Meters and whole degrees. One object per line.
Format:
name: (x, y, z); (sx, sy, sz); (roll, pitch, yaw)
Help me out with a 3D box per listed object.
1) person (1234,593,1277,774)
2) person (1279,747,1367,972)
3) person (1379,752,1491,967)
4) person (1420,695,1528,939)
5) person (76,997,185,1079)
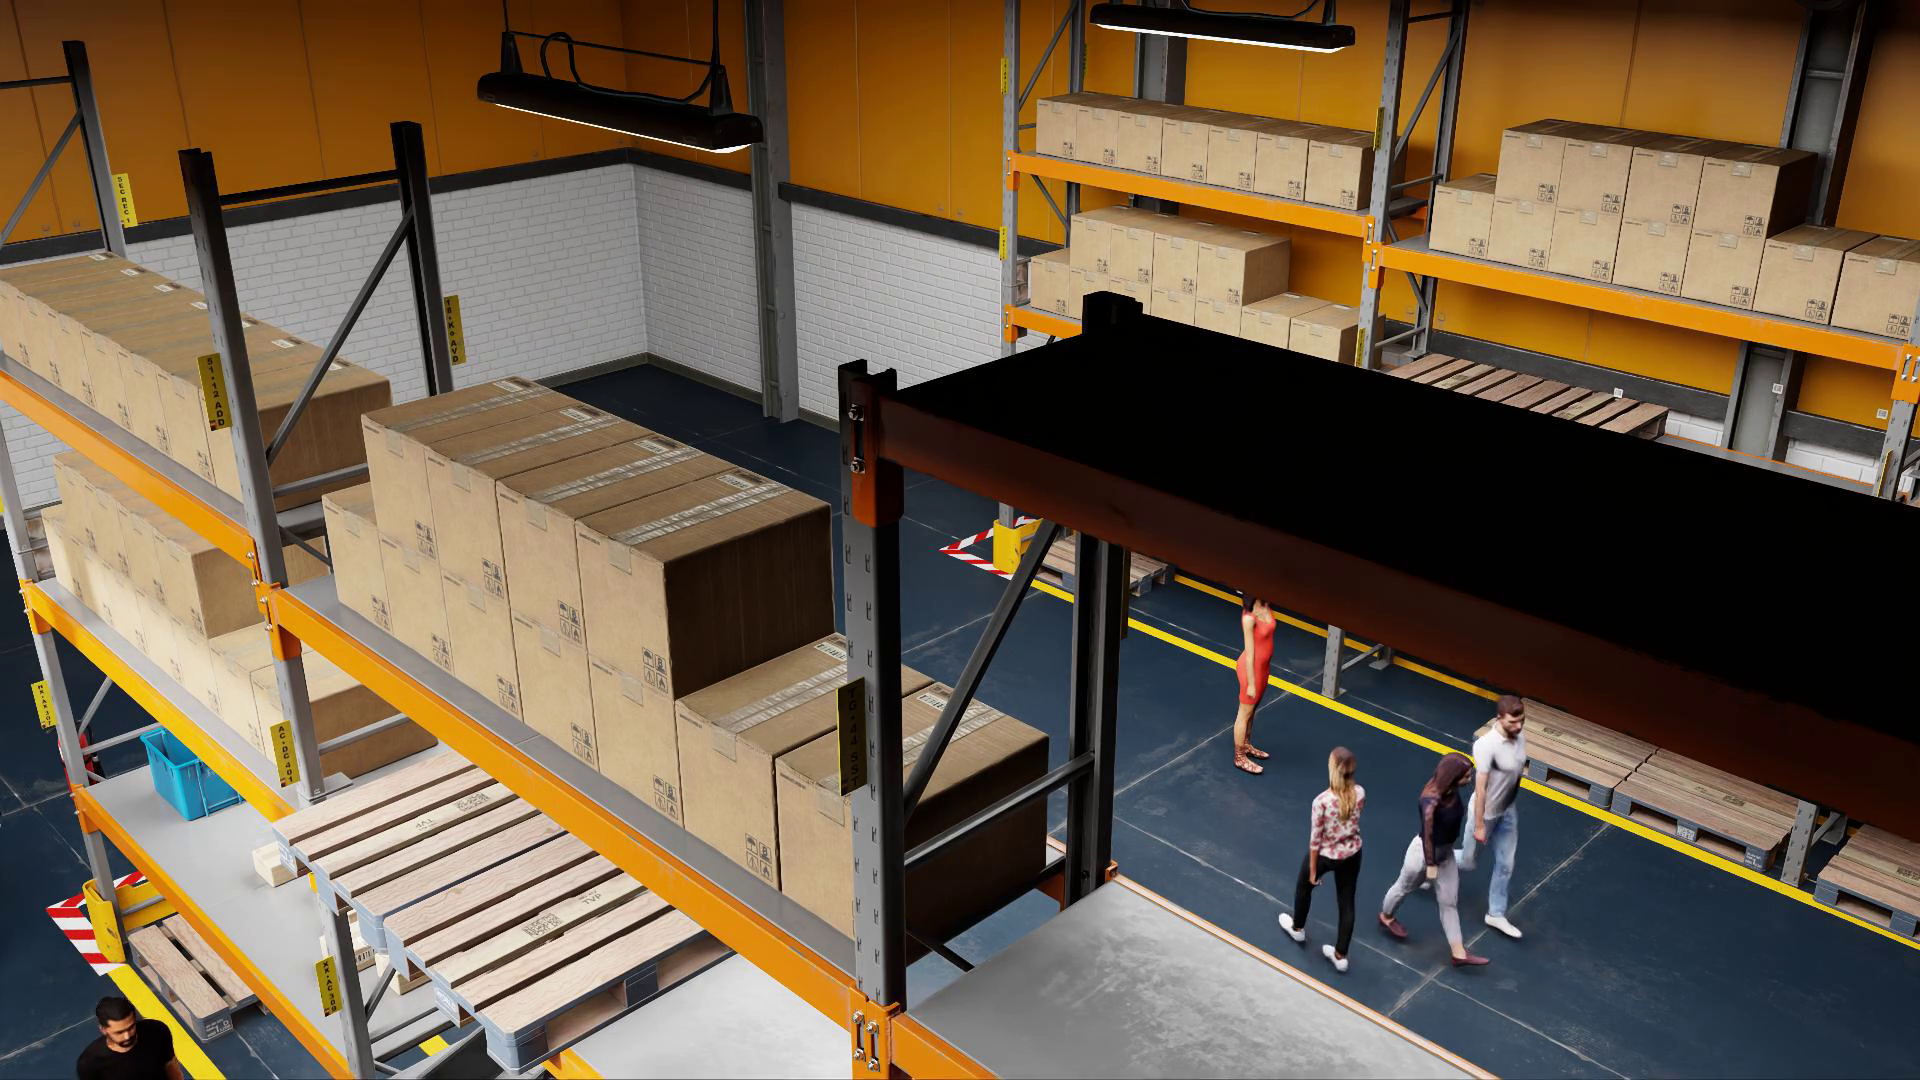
person: (2.378, 1.053, 13.496); (0.650, 1.719, 0.659); (9, 25, 21)
person: (2.547, 2.169, 11.087); (0.802, 1.605, 0.953); (-7, 25, -15)
person: (3.125, 2.120, 11.259); (1.031, 1.556, 0.586); (20, 31, 38)
person: (3.600, 1.851, 11.541); (0.773, 1.823, 1.144); (-16, 28, -33)
person: (-4.388, 3.066, 8.876); (0.689, 1.731, 0.672); (-18, 29, -35)
